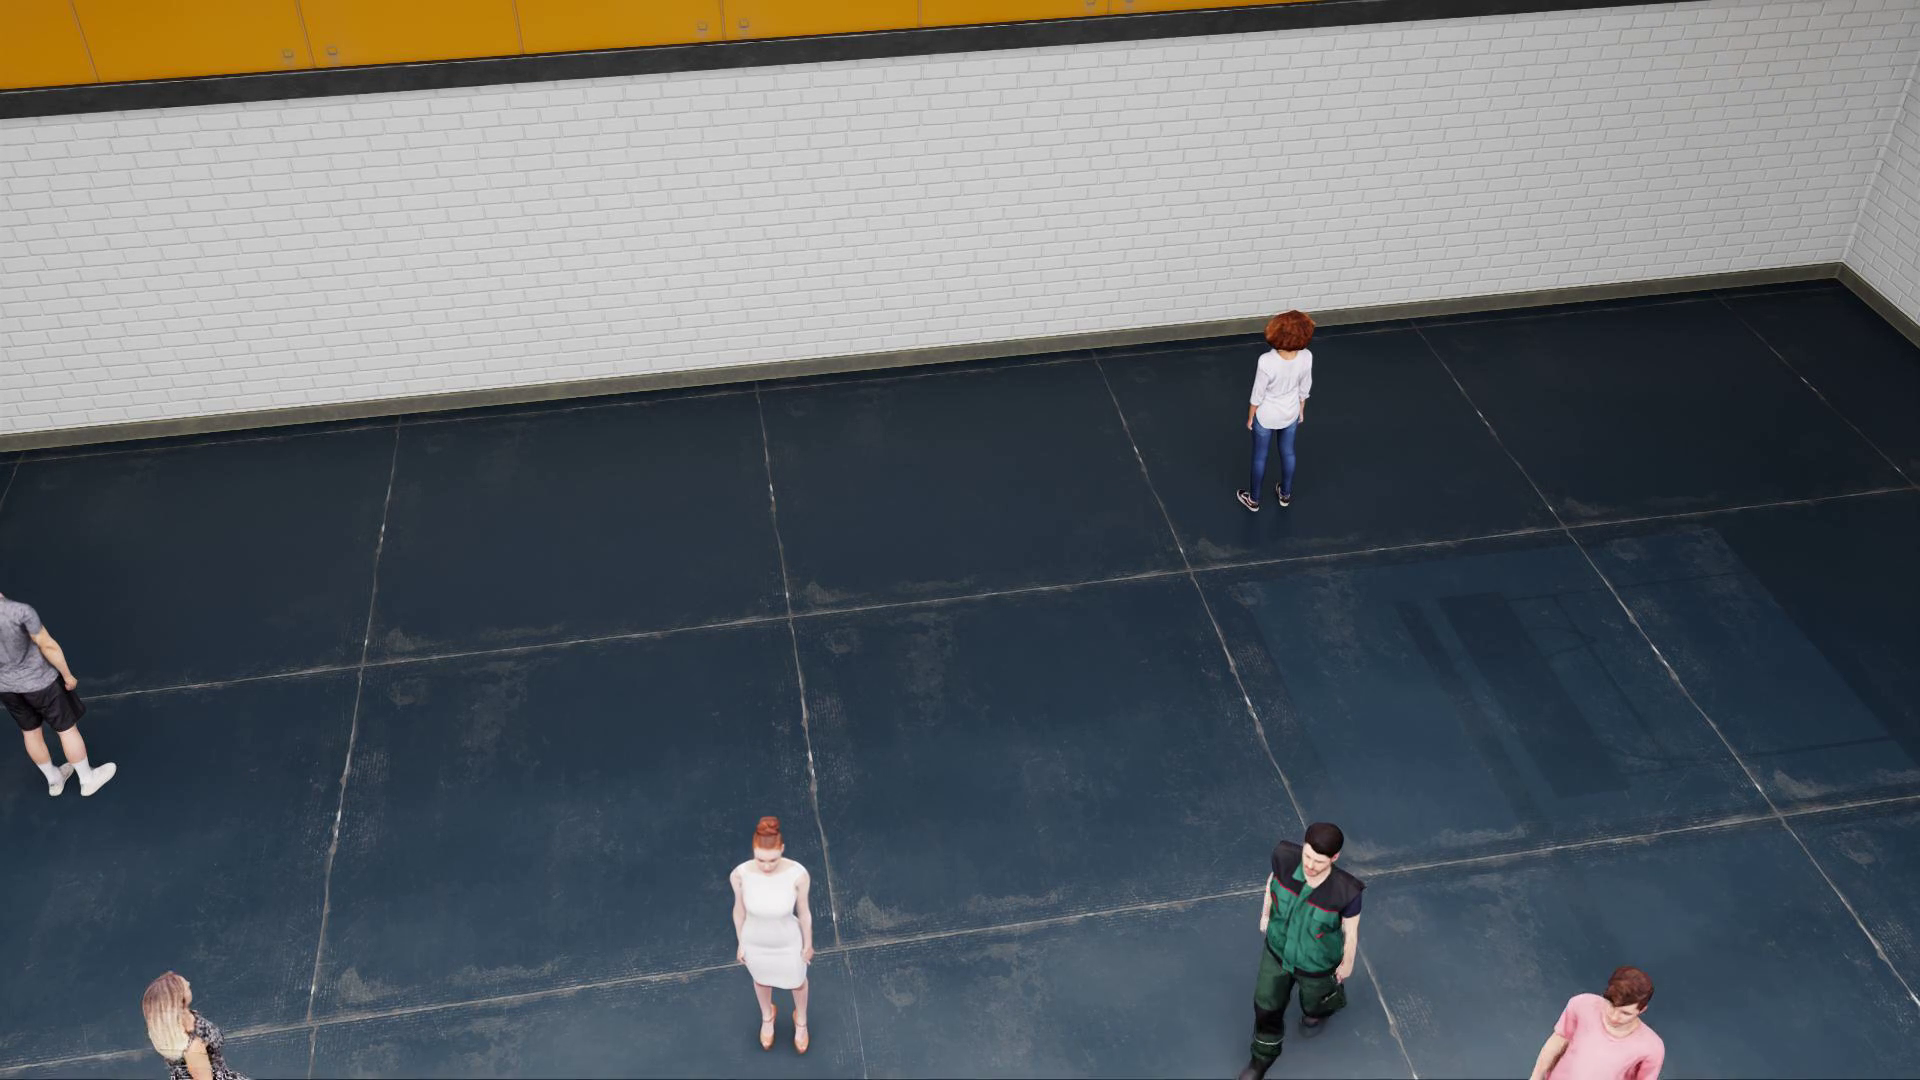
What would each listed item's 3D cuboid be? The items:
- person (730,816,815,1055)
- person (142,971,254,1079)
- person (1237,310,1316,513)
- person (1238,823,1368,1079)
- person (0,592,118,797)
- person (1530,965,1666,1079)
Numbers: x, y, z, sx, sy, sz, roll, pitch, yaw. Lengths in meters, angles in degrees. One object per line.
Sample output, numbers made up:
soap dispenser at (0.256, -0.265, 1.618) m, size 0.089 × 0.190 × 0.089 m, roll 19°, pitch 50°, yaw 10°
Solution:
person at (-0.963, 2.080, 8.695) m, size 0.595 × 1.794 × 0.552 m, roll 1°, pitch 39°, yaw 2°
person at (-3.677, 2.711, 7.987) m, size 0.711 × 1.691 × 0.768 m, roll 22°, pitch 44°, yaw 25°
person at (2.407, -0.976, 12.587) m, size 0.630 × 1.713 × 0.603 m, roll -8°, pitch 39°, yaw -9°
person at (1.830, 2.071, 8.640) m, size 1.115 × 1.875 × 1.159 m, roll 26°, pitch 45°, yaw 29°
person at (-5.729, 0.844, 10.181) m, size 0.705 × 1.871 × 0.619 m, roll 2°, pitch 39°, yaw 3°
person at (3.023, 2.617, 7.911) m, size 1.049 × 1.934 × 1.068 m, roll -31°, pitch 48°, yaw -33°
